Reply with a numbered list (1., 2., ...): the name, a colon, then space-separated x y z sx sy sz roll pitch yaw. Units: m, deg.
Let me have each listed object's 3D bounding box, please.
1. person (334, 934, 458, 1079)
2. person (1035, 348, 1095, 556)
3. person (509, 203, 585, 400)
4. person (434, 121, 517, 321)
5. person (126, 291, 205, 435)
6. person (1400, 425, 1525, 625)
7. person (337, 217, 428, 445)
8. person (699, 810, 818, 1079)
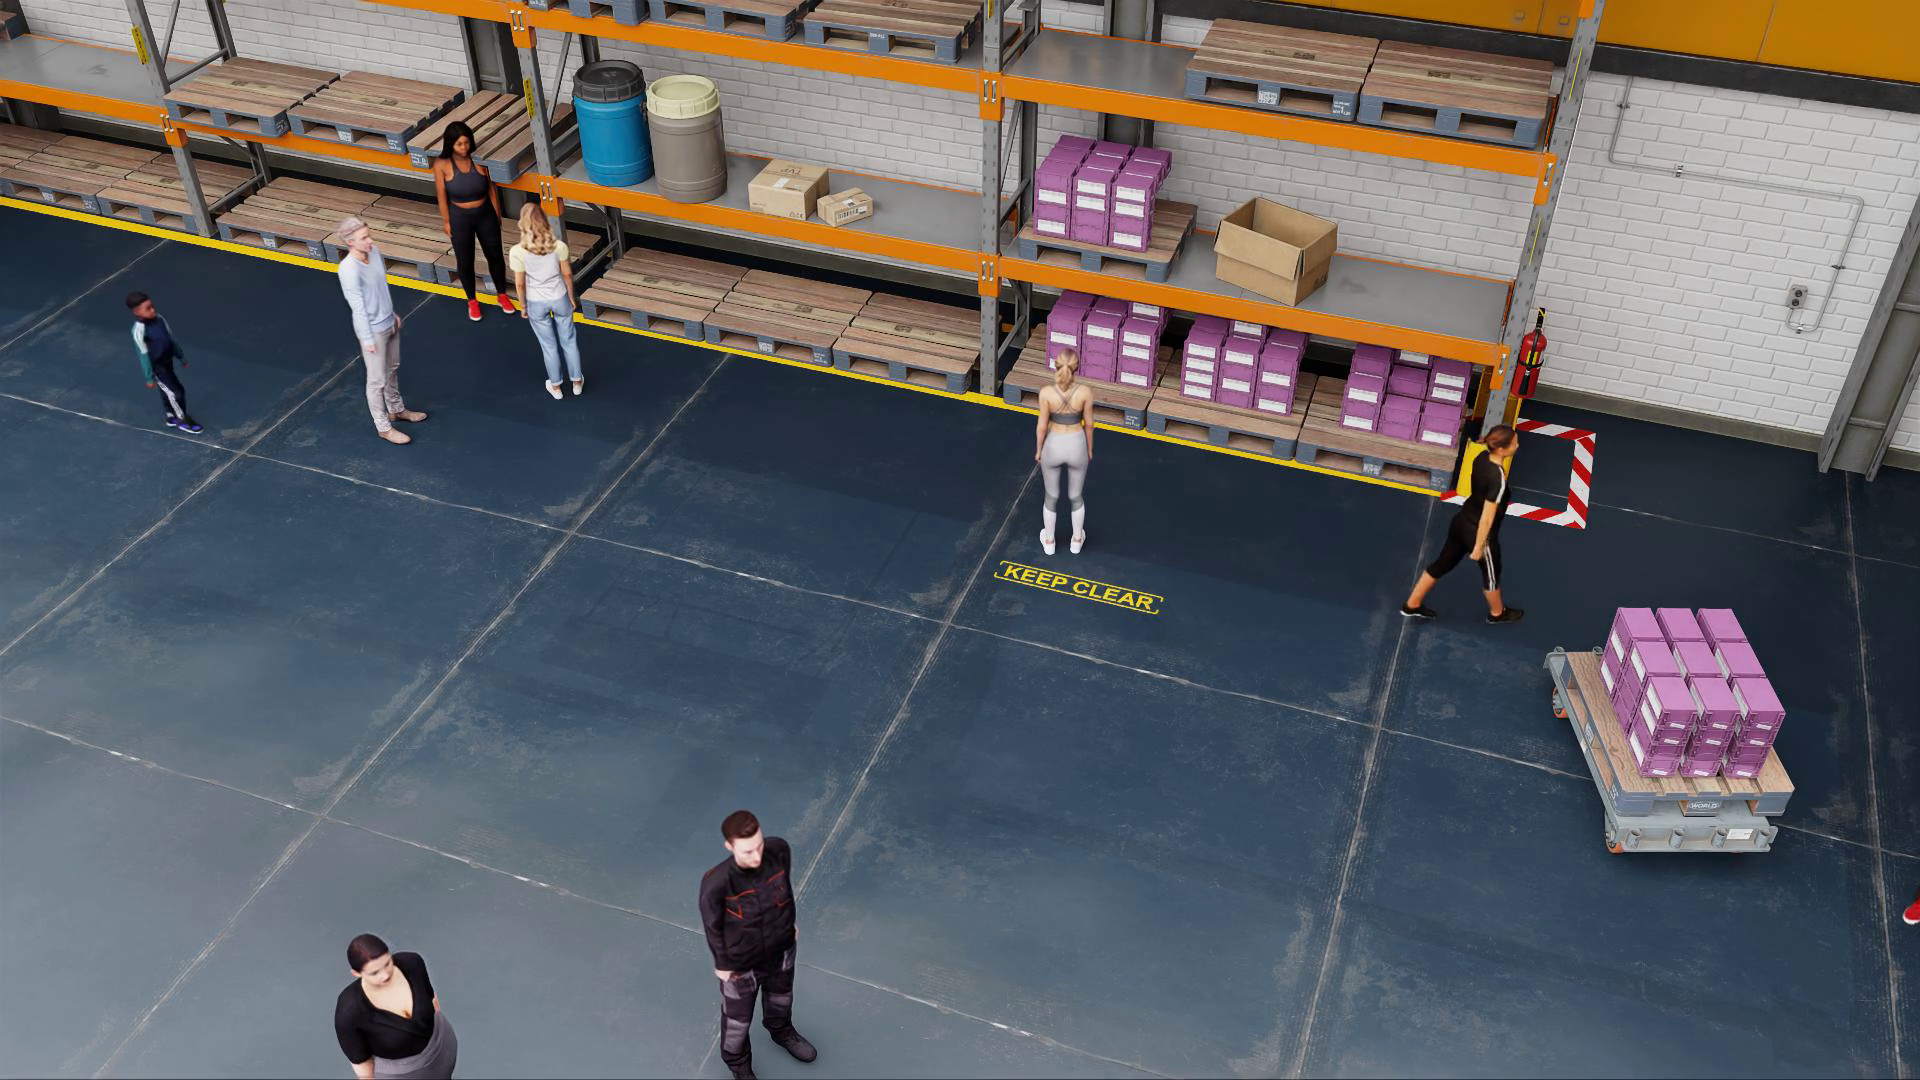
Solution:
1. person: -2.647 2.454 7.900 0.695 1.760 0.725 22 44 26
2. person: 0.743 -0.621 11.796 0.585 1.703 0.694 0 39 0
3. person: -3.313 -1.911 13.396 0.685 1.722 0.760 -13 41 -16
4. person: -4.235 -2.797 14.430 0.770 1.815 0.830 -16 41 -19
5. person: -6.380 -1.413 13.152 0.623 1.248 0.569 6 39 7
6. person: 3.381 -0.065 11.159 1.165 1.628 0.886 -1 39 -2
7. person: -4.543 -1.656 12.940 0.621 1.892 0.708 6 39 7
8. person: -1.020 2.034 8.300 0.773 1.915 0.755 -30 48 -32
